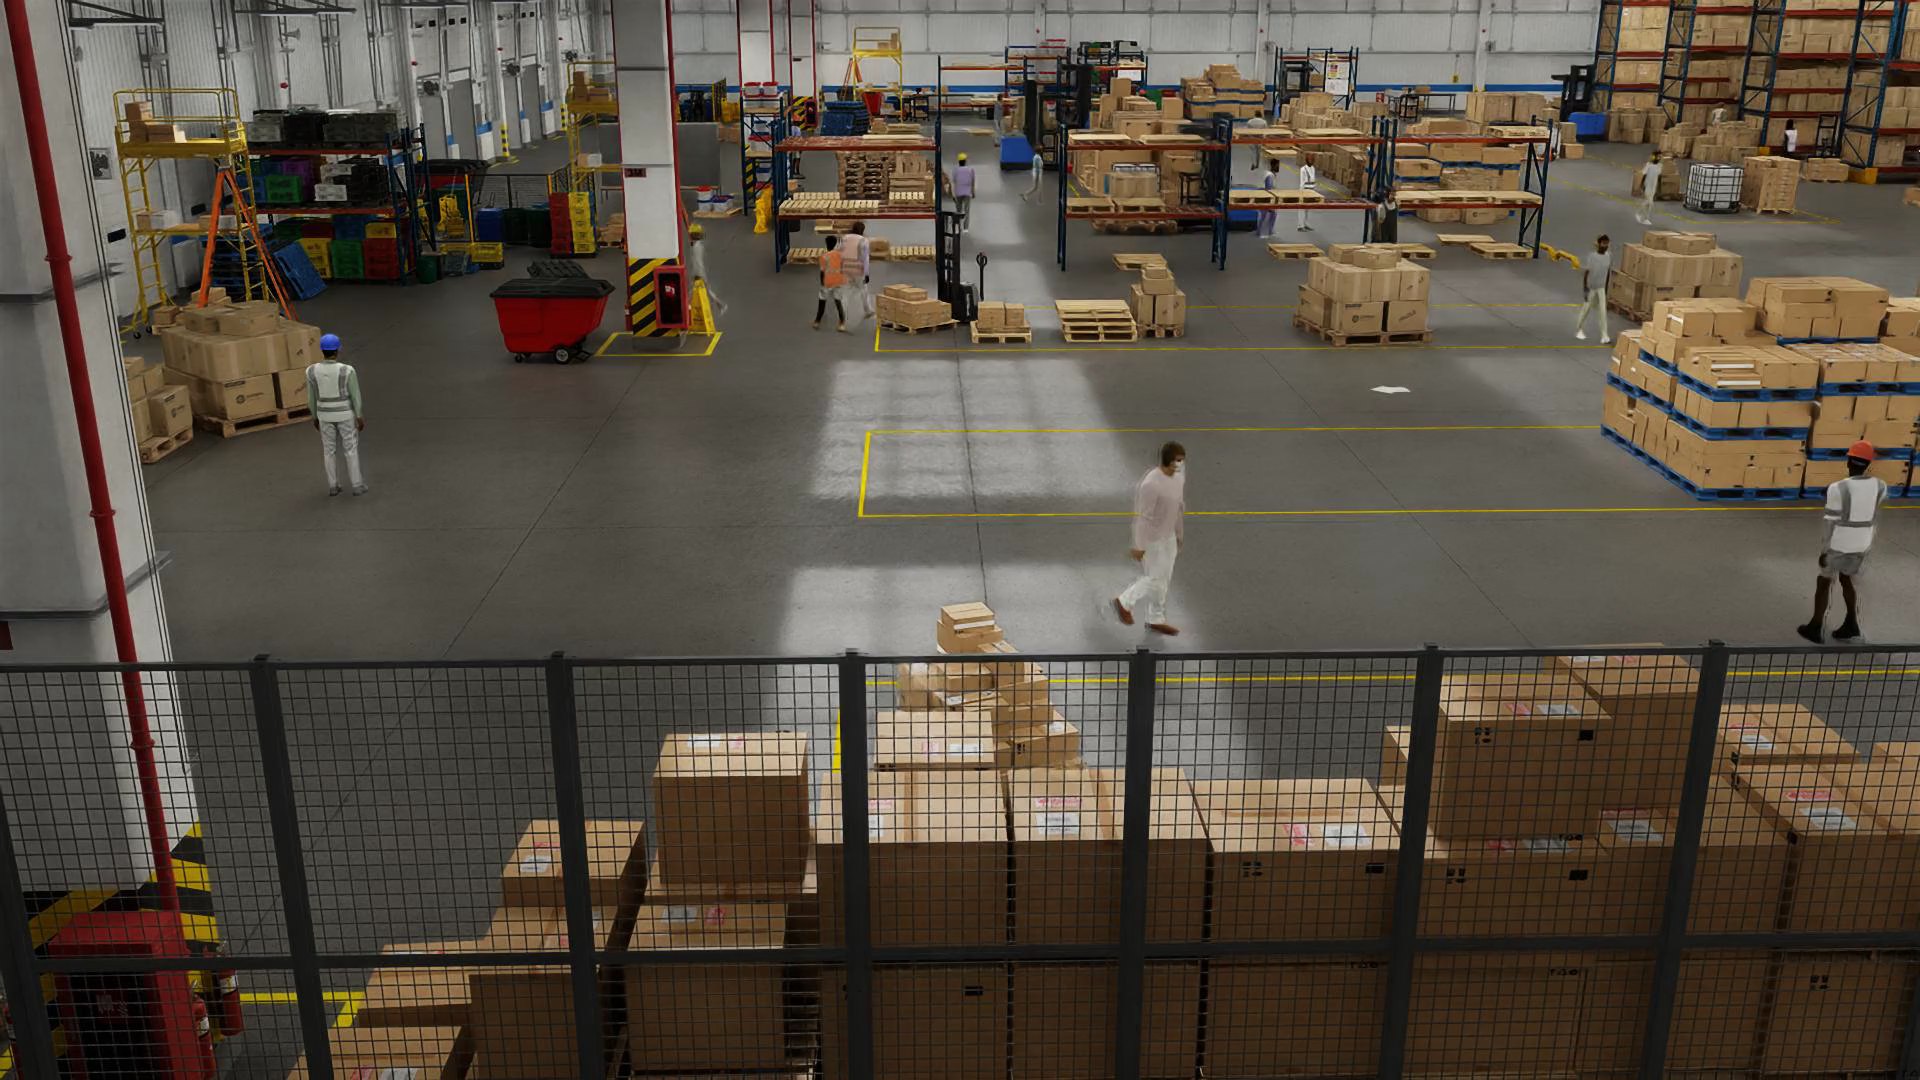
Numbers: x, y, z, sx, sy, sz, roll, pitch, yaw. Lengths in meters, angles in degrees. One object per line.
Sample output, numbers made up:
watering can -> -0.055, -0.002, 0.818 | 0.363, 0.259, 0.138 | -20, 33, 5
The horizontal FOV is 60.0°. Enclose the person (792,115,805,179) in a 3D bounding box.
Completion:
person -> -5.006, -12.106, 51.242 | 0.370, 1.933, 0.551 | -12, 22, -31

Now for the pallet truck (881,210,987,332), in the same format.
pallet truck -> -0.493, -4.759, 29.349 | 1.885, 1.965, 0.823 | -13, 23, -34

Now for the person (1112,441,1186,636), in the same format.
person -> 1.798, -0.020, 15.431 | 0.578, 1.919, 0.633 | 12, 22, 32

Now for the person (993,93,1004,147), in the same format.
person -> 1.412, -15.408, 61.052 | 0.370, 1.932, 0.640 | 0, 19, 0

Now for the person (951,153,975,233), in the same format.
person -> 0.067, -8.452, 40.483 | 0.593, 1.886, 0.858 | -1, 19, -4

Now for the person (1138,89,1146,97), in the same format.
person -> 6.926, -16.181, 63.362 | 0.393, 1.923, 0.546 | -5, 19, -15

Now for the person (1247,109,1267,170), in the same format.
person -> 9.599, -12.971, 53.868 | 0.630, 1.905, 0.944 | 2, 19, 6

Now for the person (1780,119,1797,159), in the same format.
person -> 25.001, -11.758, 50.254 | 0.621, 1.904, 0.441 | -13, 22, -33

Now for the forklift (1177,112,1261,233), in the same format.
forklift -> 6.323, -8.936, 40.379 | 1.873, 2.768, 1.129 | -1, 19, -2

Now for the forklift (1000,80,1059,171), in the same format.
forklift -> 2.239, -13.269, 53.236 | 1.873, 2.768, 1.129 | -1, 19, -2

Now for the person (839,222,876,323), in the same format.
person -> -1.875, -4.798, 29.816 | 0.685, 1.780, 0.990 | 9, 21, 25

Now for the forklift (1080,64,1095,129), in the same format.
forklift -> 4.802, -16.587, 63.077 | 1.873, 2.768, 1.129 | -1, 19, -2

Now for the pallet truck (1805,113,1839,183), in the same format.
pallet truck -> 26.403, -11.957, 50.702 | 0.823, 1.965, 1.885 | 6, 19, 16

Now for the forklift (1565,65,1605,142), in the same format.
forklift -> 23.458, -16.564, 63.011 | 1.129, 2.768, 1.873 | -9, 21, -25

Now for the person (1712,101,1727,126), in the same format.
person -> 27.891, -15.303, 61.184 | 0.463, 1.623, 0.538 | -14, 23, -36

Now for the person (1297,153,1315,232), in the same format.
person -> 8.457, -8.458, 40.498 | 0.342, 1.882, 0.587 | 14, 23, 35

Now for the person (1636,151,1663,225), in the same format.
person -> 17.295, -8.810, 41.615 | 0.508, 1.848, 0.411 | -8, 20, -23

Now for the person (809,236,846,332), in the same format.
person -> -2.269, -4.481, 29.065 | 0.550, 1.644, 0.810 | -15, 24, -37

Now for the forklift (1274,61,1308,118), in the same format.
forklift -> 13.221, -17.590, 66.052 | 1.129, 2.768, 1.873 | -1, 19, -1

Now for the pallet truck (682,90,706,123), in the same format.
pallet truck -> -9.671, -15.907, 62.421 | 0.823, 1.965, 1.885 | 5, 19, 15

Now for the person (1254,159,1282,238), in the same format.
person -> 7.354, -8.072, 39.390 | 0.747, 1.879, 0.597 | 6, 20, 18

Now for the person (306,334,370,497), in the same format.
person -> -7.364, -1.473, 19.678 | 0.614, 1.945, 0.403 | 0, 19, 0

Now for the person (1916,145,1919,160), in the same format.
person -> 31.805, -13.136, 54.493 | 0.875, 1.811, 0.630 | 0, 19, 0

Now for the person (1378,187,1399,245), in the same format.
person -> 8.847, -6.361, 34.353 | 0.545, 1.833, 0.409 | -9, 21, -25

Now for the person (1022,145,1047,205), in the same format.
person -> 2.044, -9.934, 45.283 | 0.603, 1.626, 0.520 | 0, 19, 1

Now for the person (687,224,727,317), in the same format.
person -> -4.652, -4.867, 30.107 | 0.785, 1.721, 0.491 | -3, 19, -10

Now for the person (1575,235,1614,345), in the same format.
person -> 10.754, -4.225, 28.047 | 0.533, 1.817, 0.953 | -2, 19, -5

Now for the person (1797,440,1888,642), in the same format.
person -> 8.164, 0.021, 15.310 | 0.549, 1.901, 0.589 | -1, 19, -3
